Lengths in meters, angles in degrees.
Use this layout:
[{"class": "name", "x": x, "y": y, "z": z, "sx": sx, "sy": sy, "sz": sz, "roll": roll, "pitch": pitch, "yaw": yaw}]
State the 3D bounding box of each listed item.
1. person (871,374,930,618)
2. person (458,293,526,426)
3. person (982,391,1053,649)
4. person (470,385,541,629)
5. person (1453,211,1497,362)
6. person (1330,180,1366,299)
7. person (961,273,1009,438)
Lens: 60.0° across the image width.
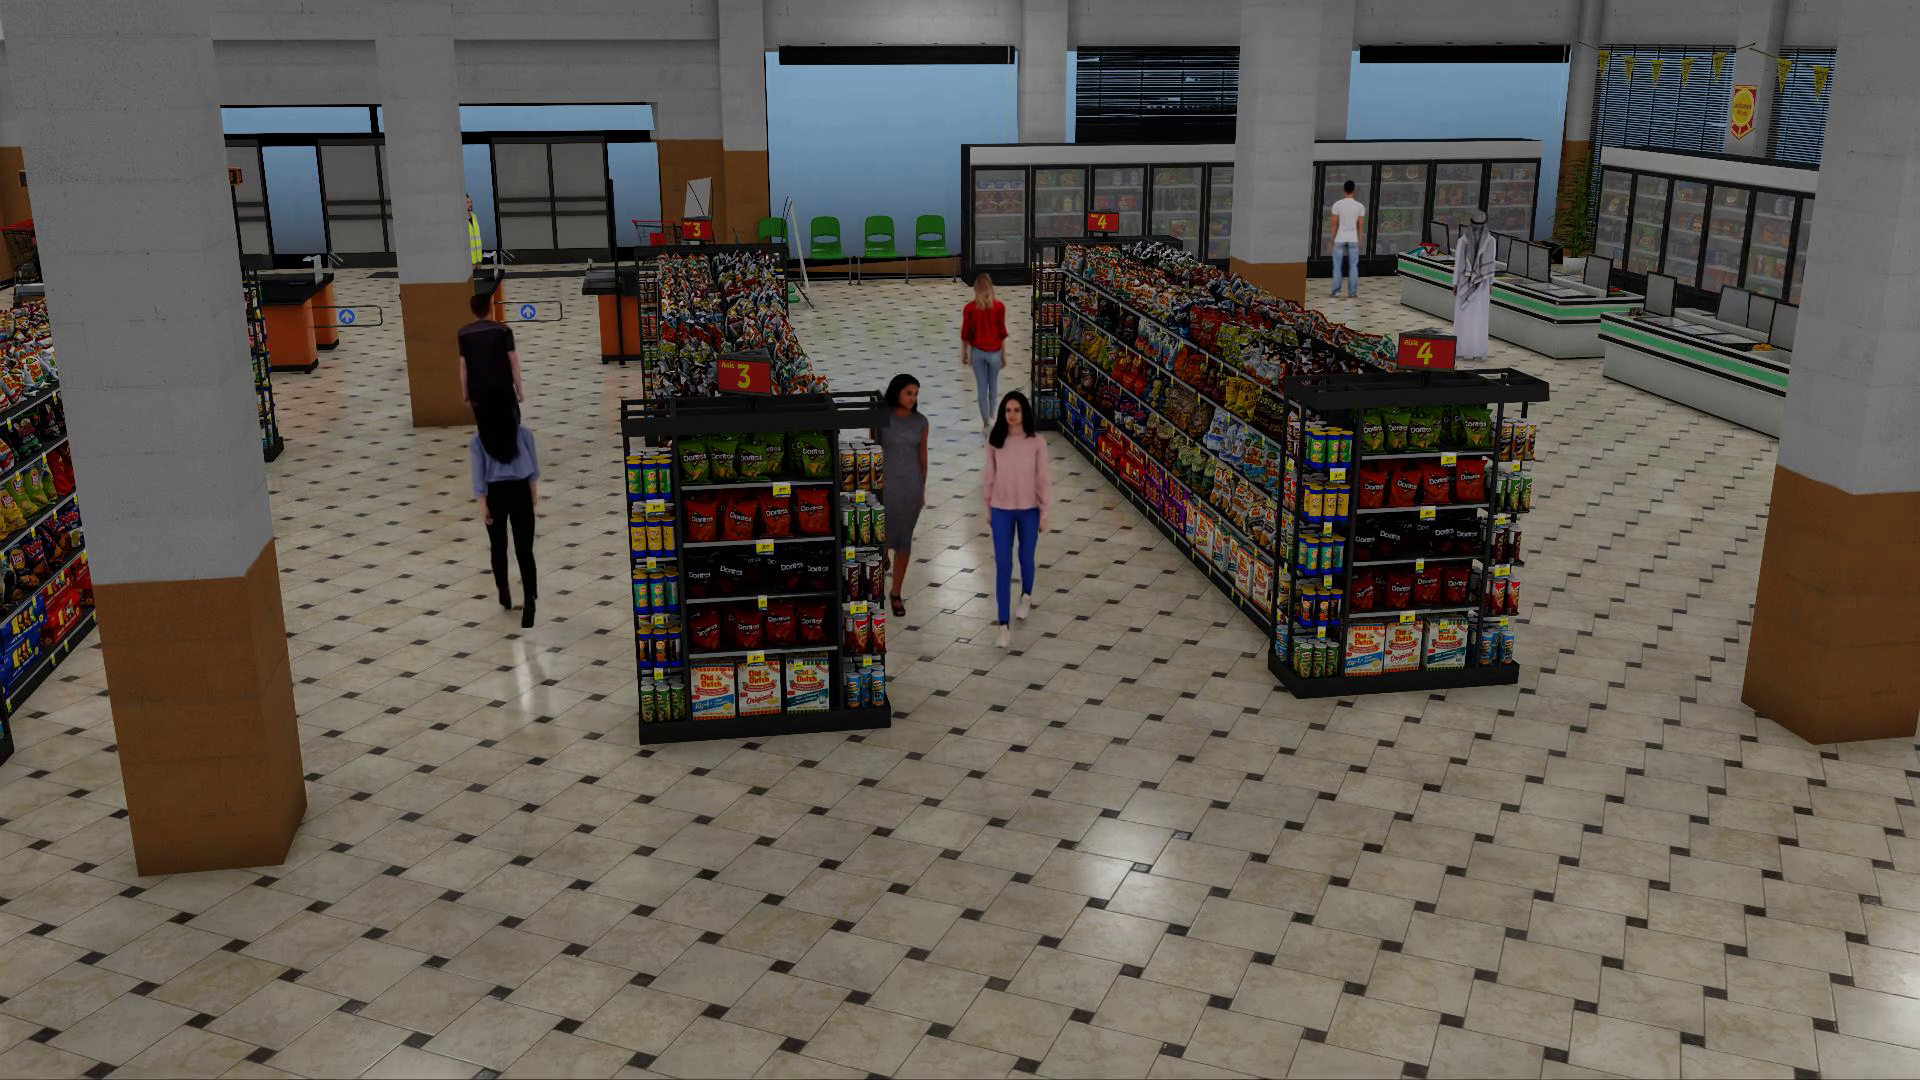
[{"class": "person", "x": -0.460, "y": -0.341, "z": 12.104, "sx": 0.591, "sy": 1.754, "sz": 0.919, "roll": -3, "pitch": 17, "yaw": -9}, {"class": "person", "x": -4.288, "y": -1.316, "z": 15.176, "sx": 0.842, "sy": 1.835, "sz": 0.919, "roll": 2, "pitch": 17, "yaw": 5}, {"class": "person", "x": 0.413, "y": -0.173, "z": 11.605, "sx": 0.932, "sy": 1.723, "sz": 1.258, "roll": 3, "pitch": 17, "yaw": 11}, {"class": "person", "x": -3.161, "y": -0.200, "z": 11.721, "sx": 0.816, "sy": 1.706, "sz": 1.207, "roll": -7, "pitch": 18, "yaw": -22}, {"class": "person", "x": 6.639, "y": -3.284, "z": 21.498, "sx": 0.761, "sy": 1.927, "sz": 0.751, "roll": 2, "pitch": 17, "yaw": 8}, {"class": "person", "x": 6.199, "y": -4.820, "z": 26.665, "sx": 0.742, "sy": 1.864, "sz": 0.686, "roll": 3, "pitch": 17, "yaw": 9}, {"class": "person", "x": 0.272, "y": -1.914, "z": 17.397, "sx": 0.653, "sy": 1.688, "sz": 0.710, "roll": -2, "pitch": 17, "yaw": -5}]
